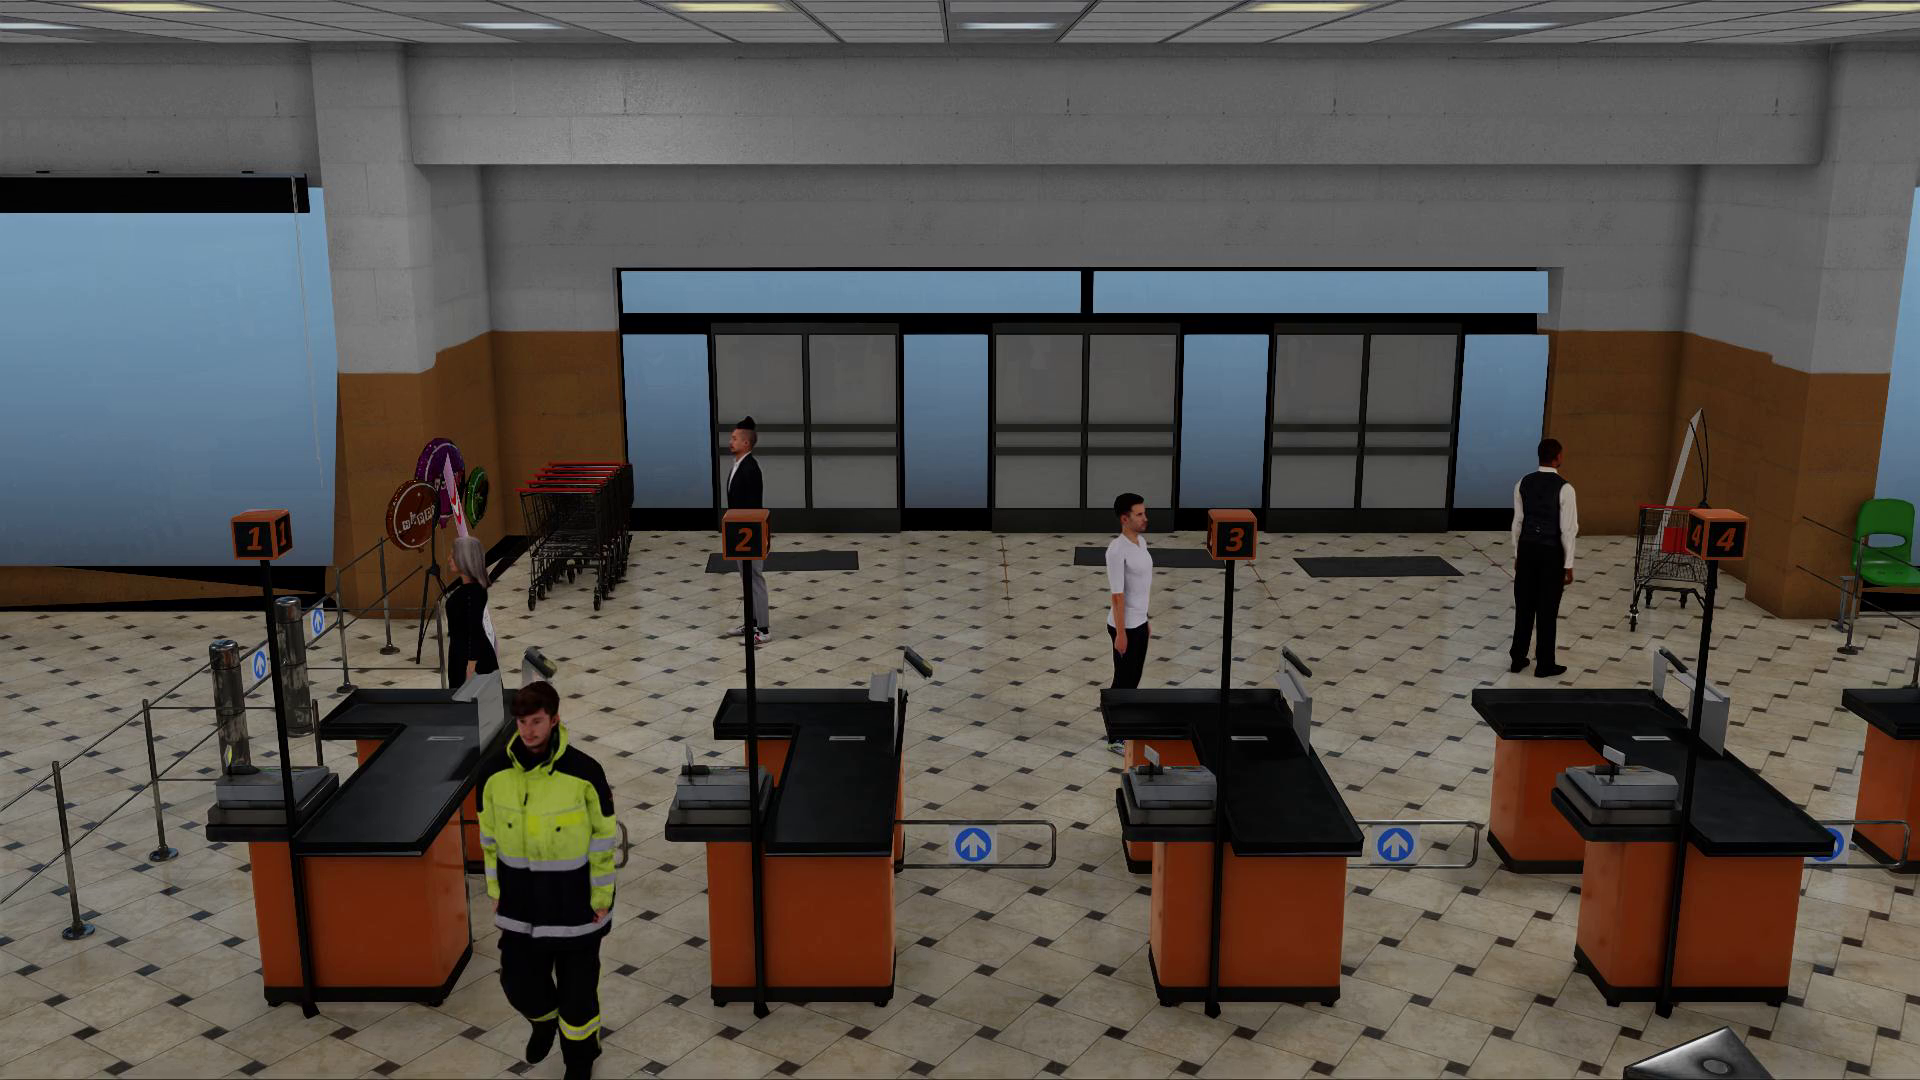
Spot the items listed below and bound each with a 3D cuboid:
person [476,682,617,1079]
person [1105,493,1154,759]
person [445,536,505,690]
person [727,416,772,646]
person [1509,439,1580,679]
[{"bbox_3d":[-1.807,1.523,7.515,0.768,1.956,0.783,0,14,-1],"label":"person"},{"bbox_3d":[1.179,0.575,11.642,0.813,1.852,0.674,7,15,26],"label":"person"},{"bbox_3d":[-3.181,0.820,10.855,0.738,1.747,0.625,-6,15,-22],"label":"person"},{"bbox_3d":[-1.798,-0.087,14.166,0.841,1.949,0.673,-6,15,-22],"label":"person"},{"bbox_3d":[4.655,0.134,13.319,0.826,1.919,0.762,-13,19,-42],"label":"person"}]
